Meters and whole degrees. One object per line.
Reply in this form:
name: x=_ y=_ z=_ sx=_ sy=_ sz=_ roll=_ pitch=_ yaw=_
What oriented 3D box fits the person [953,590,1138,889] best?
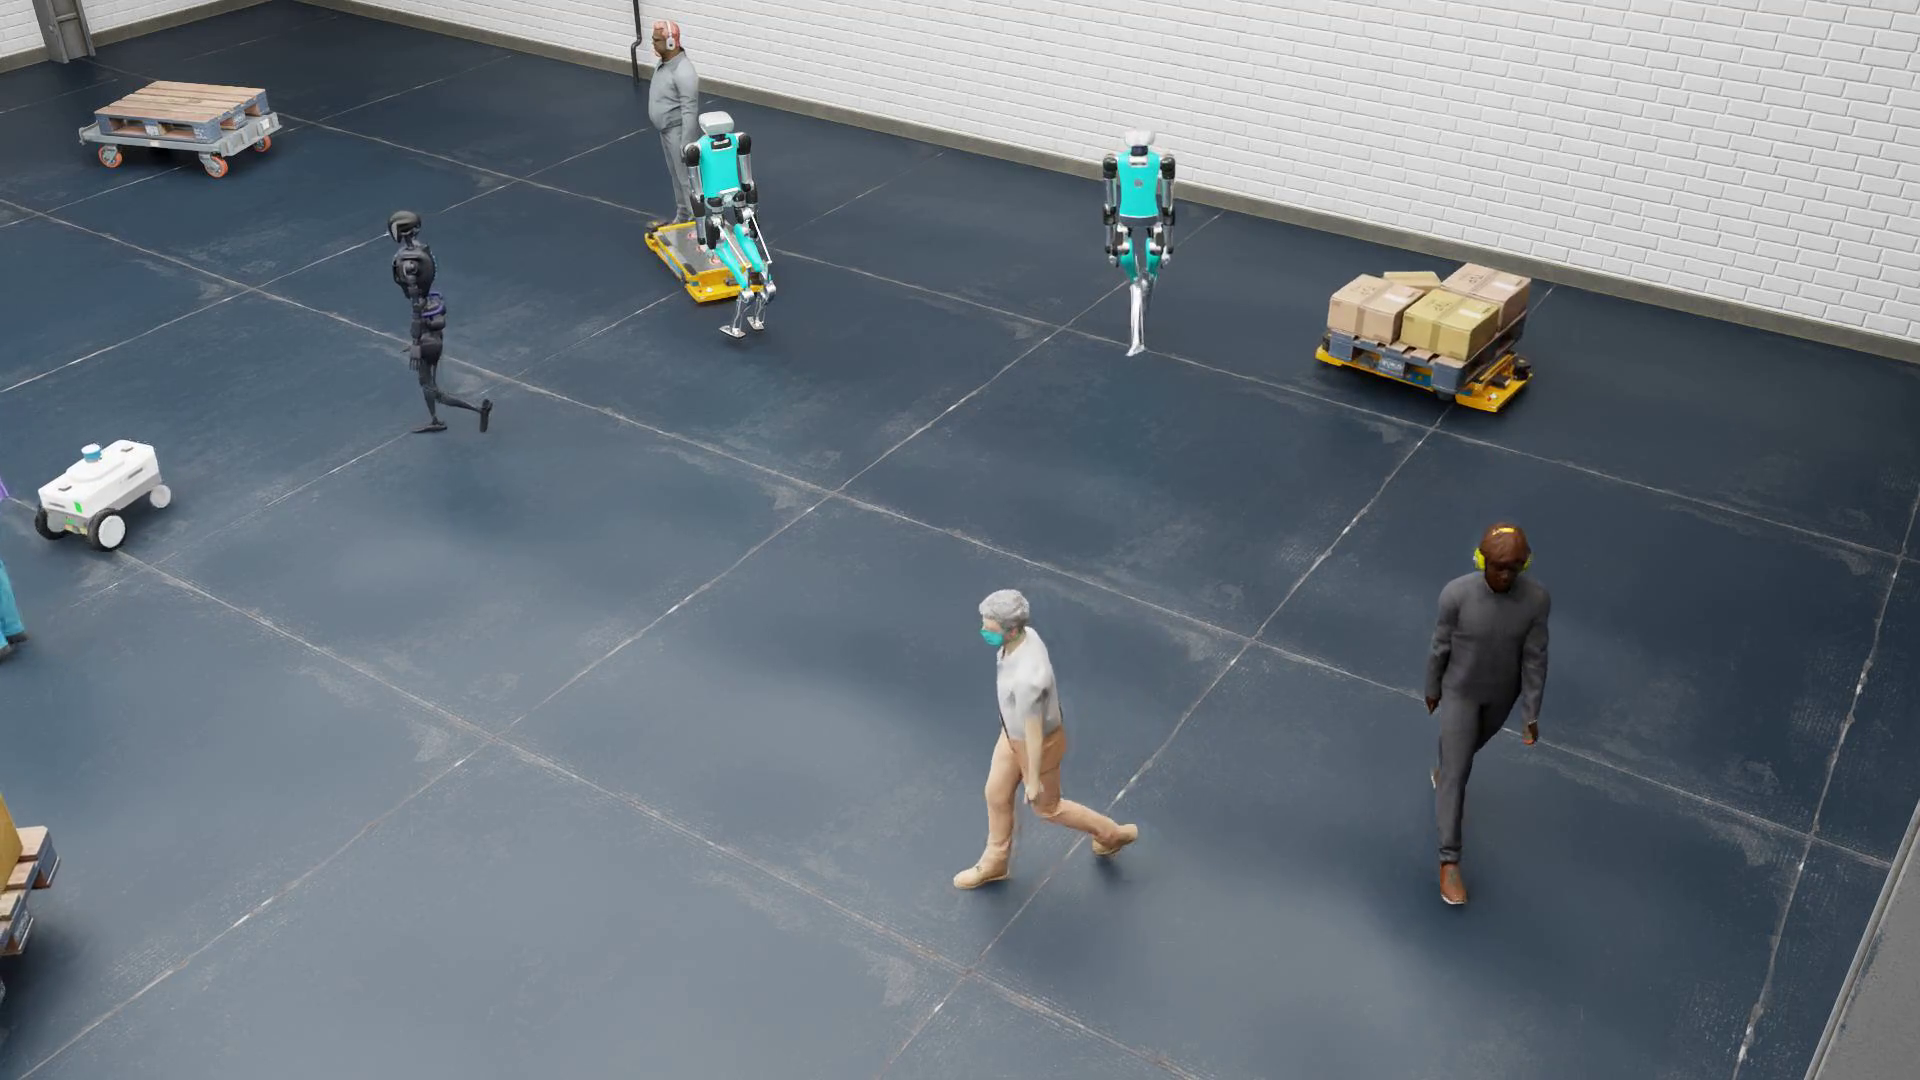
person: x=0.410 y=0.912 z=7.532 sx=0.815 sy=1.693 sz=0.478 roll=-7 pitch=33 yaw=-11

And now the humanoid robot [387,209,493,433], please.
humanoid robot: x=-3.553 y=-1.462 z=11.236 sx=0.589 sy=1.637 sz=0.602 roll=-8 pitch=34 yaw=-12

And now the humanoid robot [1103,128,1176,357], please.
humanoid robot: x=1.356 y=-2.286 z=12.527 sx=0.564 sy=1.844 sz=0.802 roll=6 pitch=33 yaw=9

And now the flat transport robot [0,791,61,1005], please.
flat transport robot: x=-4.690 y=1.903 z=7.294 sx=0.659 sy=0.231 sz=1.431 roll=-5 pitch=33 yaw=-7

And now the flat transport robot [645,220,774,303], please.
flat transport robot: x=-2.122 y=-2.382 z=13.962 sx=0.659 sy=0.231 sz=1.431 roll=-15 pitch=36 yaw=-22

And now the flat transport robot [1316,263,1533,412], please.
flat transport robot: x=3.441 y=-1.335 z=12.334 sx=1.431 sy=0.231 sz=0.659 roll=23 pitch=39 yaw=31

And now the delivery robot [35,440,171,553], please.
delivery robot: x=-5.407 y=-0.299 z=10.469 sx=0.499 sy=0.608 sz=0.799 roll=11 pitch=34 yaw=17

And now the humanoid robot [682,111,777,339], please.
humanoid robot: x=-1.634 y=-2.276 z=12.316 sx=0.533 sy=1.677 sz=0.735 roll=-20 pitch=38 yaw=-28

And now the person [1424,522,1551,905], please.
person: x=2.413 y=0.716 z=7.705 sx=0.498 sy=1.820 sz=0.974 roll=-1 pitch=33 yaw=-1

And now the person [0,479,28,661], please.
person: x=-5.466 y=-0.152 z=9.046 sx=0.521 sy=1.829 sz=0.589 roll=-4 pitch=33 yaw=-6

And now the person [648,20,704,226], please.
person: x=-2.412 y=-3.438 z=14.092 sx=0.410 sy=1.909 sz=0.638 roll=-15 pitch=36 yaw=-22
